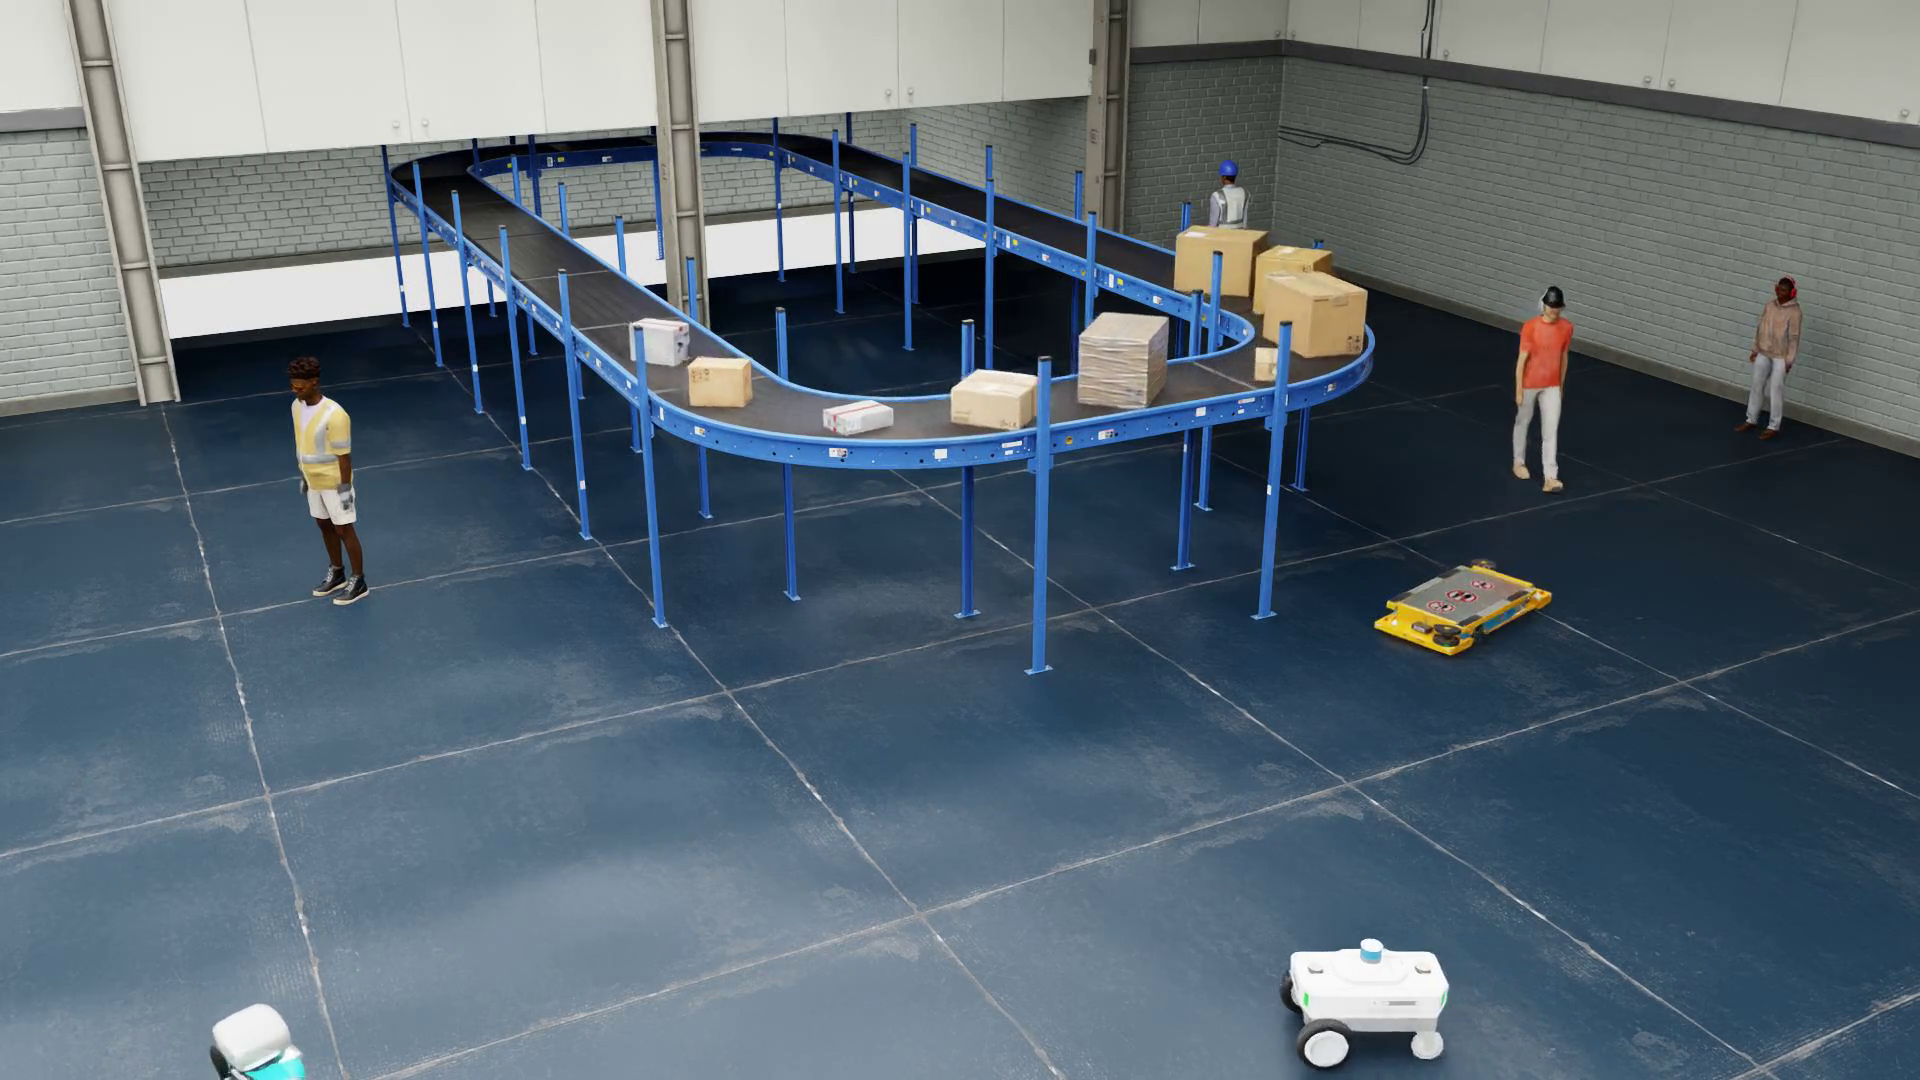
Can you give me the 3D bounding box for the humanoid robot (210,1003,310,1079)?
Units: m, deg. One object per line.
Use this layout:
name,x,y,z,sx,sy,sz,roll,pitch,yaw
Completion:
humanoid robot,-2.552,2.540,5.729,0.530,1.810,0.807,16,27,34

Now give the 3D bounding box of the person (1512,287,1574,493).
person,5.298,-1.362,15.109,0.506,1.863,0.969,0,22,1

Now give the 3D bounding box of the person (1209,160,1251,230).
person,3.388,-3.839,21.127,0.604,1.950,0.381,-13,25,-29

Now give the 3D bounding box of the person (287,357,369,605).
person,-4.871,-0.467,12.784,0.604,1.958,0.370,16,27,34

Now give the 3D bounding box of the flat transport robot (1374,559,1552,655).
flat transport robot,3.841,0.501,12.636,1.431,0.231,0.659,-19,29,-39

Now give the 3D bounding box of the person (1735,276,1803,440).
person,8.112,-1.820,16.542,0.310,1.646,0.474,-10,24,-23

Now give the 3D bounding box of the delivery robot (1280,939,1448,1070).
delivery robot,1.942,2.210,8.042,0.794,0.603,0.499,0,22,0
